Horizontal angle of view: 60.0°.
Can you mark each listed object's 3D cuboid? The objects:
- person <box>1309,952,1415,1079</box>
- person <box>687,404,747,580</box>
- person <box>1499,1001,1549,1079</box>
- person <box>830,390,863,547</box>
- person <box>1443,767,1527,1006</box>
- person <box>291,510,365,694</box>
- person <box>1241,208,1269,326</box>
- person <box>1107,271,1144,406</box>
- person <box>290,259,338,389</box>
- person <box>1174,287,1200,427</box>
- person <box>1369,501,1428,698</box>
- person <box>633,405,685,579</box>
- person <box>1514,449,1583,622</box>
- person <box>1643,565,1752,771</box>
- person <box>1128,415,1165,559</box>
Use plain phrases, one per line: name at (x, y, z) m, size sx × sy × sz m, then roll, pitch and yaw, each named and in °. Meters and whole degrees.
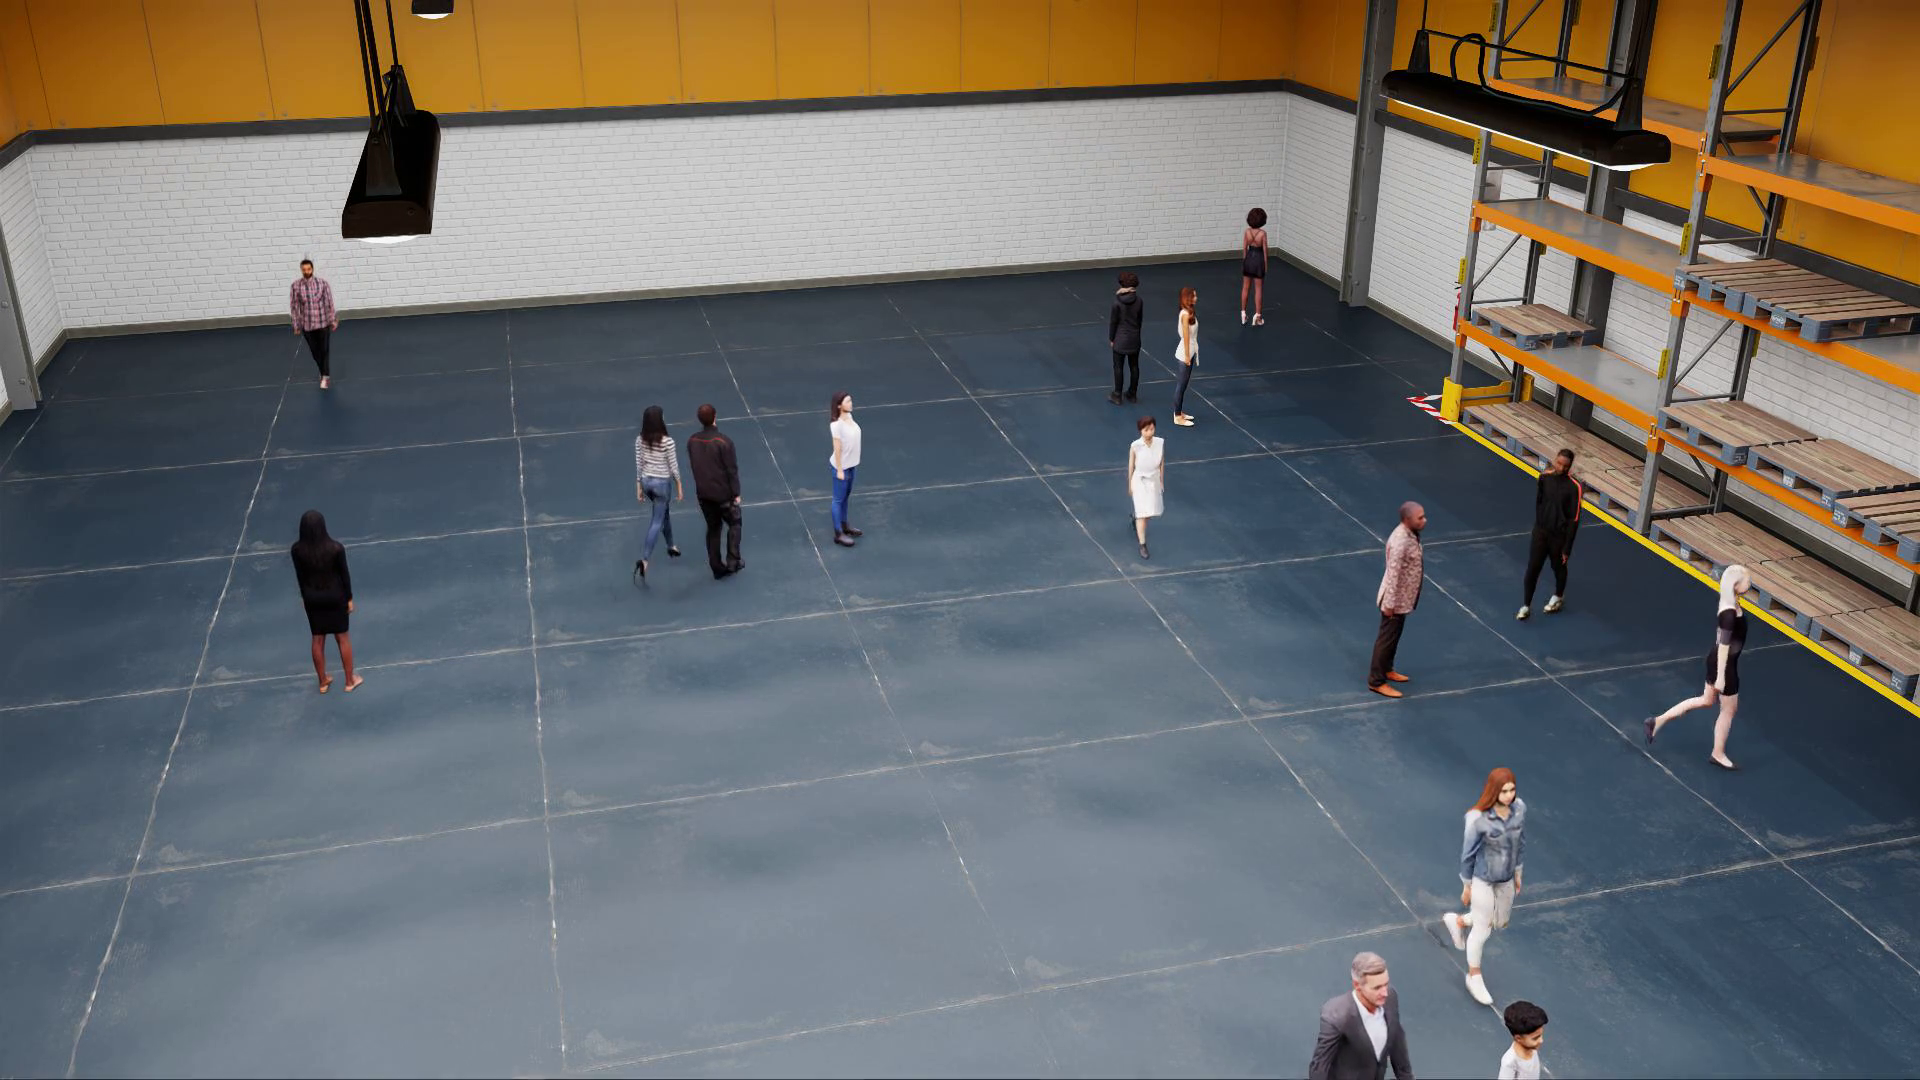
person at (2.073, 2.943, 9.049) m, size 1.027 × 1.805 × 1.224 m, roll -19°, pitch 30°, yaw -37°
person at (-2.511, -0.441, 16.785) m, size 0.875 × 1.810 × 0.900 m, roll 11°, pitch 26°, yaw 24°
person at (3.085, 3.120, 9.329) m, size 0.560 × 1.256 × 0.600 m, roll -21°, pitch 31°, yaw -39°
person at (-1.247, -0.777, 17.710) m, size 0.744 × 1.684 × 0.632 m, roll 6°, pitch 24°, yaw 14°
person at (3.429, 2.189, 10.924) m, size 0.686 × 1.685 × 0.915 m, roll -9°, pitch 25°, yaw -20°
person at (-5.594, 0.531, 14.671) m, size 0.634 × 1.723 × 0.541 m, roll -3°, pitch 24°, yaw -6°
person at (4.480, -4.165, 25.330) m, size 0.647 × 1.788 × 0.725 m, roll 17°, pitch 29°, yaw 34°
person at (2.203, -2.660, 21.903) m, size 0.615 × 1.775 × 0.590 m, roll -8°, pitch 25°, yaw -17°
person at (-8.777, -2.960, 22.650) m, size 0.732 × 1.727 × 1.136 m, roll -5°, pitch 24°, yaw -12°
person at (2.862, -2.355, 21.195) m, size 0.722 × 1.785 × 0.607 m, roll 5°, pitch 24°, yaw 11°
person at (3.856, 0.485, 14.677) m, size 0.855 × 1.802 × 0.783 m, roll 12°, pitch 26°, yaw 25°
person at (-3.112, -0.444, 16.865) m, size 1.018 × 1.751 × 1.199 m, roll 8°, pitch 25°, yaw 18°
person at (5.752, -0.086, 16.022) m, size 1.035 × 1.769 × 1.084 m, roll -18°, pitch 30°, yaw -36°
person at (6.048, 1.029, 13.425) m, size 0.978 × 1.807 × 1.053 m, roll 7°, pitch 24°, yaw 15°
person at (1.930, -0.593, 17.476) m, size 0.610 × 1.535 × 0.840 m, roll -8°, pitch 25°, yaw -18°
